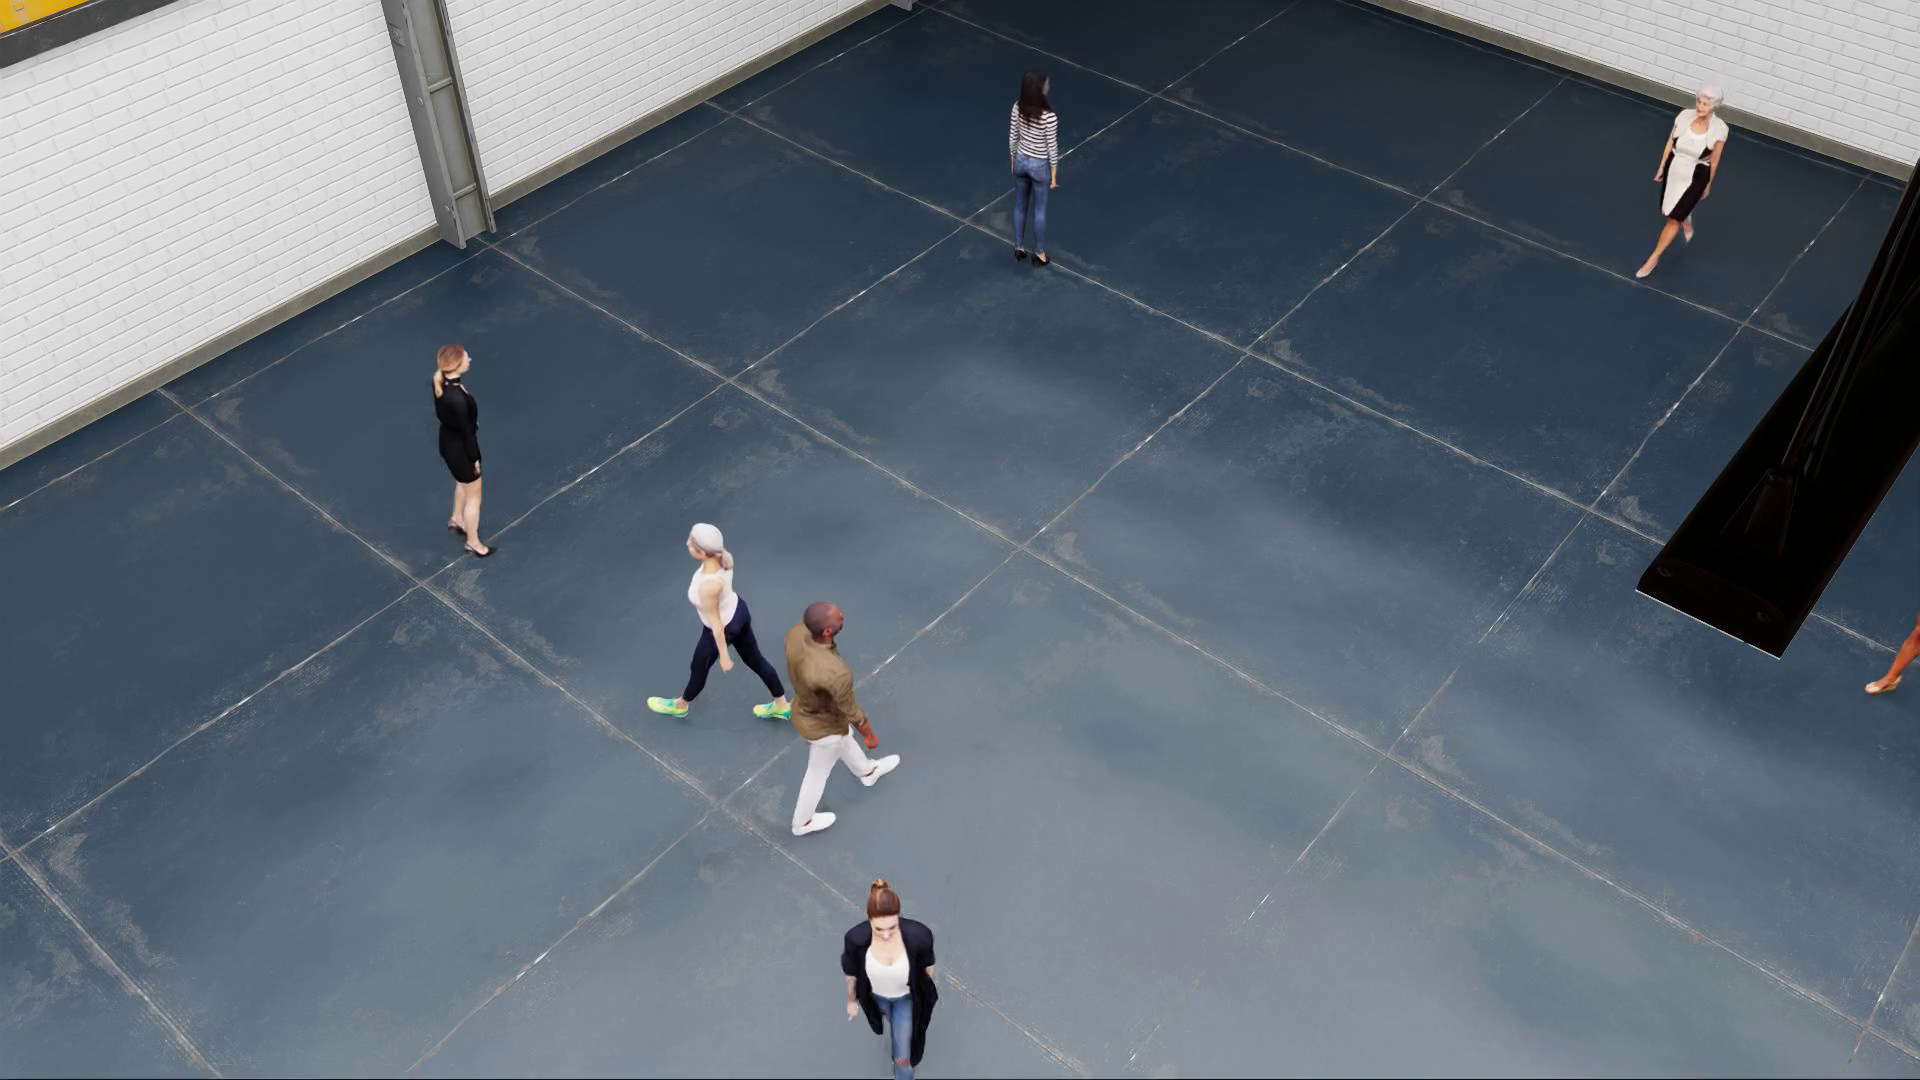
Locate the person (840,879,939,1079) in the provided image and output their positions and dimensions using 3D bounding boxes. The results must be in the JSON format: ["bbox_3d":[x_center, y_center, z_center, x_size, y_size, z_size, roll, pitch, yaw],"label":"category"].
[{"bbox_3d":[-0.337,2.210,8.481,0.946,1.654,1.066,4,44,4],"label":"person"}]

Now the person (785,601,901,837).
[{"bbox_3d":[-0.857,1.077,9.571,1.170,1.792,0.970,-21,47,-20],"label":"person"}]

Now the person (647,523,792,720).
[{"bbox_3d":[-1.349,0.566,10.210,1.118,1.651,1.187,5,44,5],"label":"person"}]

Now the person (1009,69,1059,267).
[{"bbox_3d":[0.610,-3.100,13.954,0.597,1.794,0.526,24,49,23],"label":"person"}]

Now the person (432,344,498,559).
[{"bbox_3d":[-3.410,-0.588,11.355,0.696,1.741,0.657,-29,51,-27],"label":"person"}]

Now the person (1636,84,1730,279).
[{"bbox_3d":[6.144,-3.053,13.963,1.150,1.713,0.726,-33,53,-30],"label":"person"}]
